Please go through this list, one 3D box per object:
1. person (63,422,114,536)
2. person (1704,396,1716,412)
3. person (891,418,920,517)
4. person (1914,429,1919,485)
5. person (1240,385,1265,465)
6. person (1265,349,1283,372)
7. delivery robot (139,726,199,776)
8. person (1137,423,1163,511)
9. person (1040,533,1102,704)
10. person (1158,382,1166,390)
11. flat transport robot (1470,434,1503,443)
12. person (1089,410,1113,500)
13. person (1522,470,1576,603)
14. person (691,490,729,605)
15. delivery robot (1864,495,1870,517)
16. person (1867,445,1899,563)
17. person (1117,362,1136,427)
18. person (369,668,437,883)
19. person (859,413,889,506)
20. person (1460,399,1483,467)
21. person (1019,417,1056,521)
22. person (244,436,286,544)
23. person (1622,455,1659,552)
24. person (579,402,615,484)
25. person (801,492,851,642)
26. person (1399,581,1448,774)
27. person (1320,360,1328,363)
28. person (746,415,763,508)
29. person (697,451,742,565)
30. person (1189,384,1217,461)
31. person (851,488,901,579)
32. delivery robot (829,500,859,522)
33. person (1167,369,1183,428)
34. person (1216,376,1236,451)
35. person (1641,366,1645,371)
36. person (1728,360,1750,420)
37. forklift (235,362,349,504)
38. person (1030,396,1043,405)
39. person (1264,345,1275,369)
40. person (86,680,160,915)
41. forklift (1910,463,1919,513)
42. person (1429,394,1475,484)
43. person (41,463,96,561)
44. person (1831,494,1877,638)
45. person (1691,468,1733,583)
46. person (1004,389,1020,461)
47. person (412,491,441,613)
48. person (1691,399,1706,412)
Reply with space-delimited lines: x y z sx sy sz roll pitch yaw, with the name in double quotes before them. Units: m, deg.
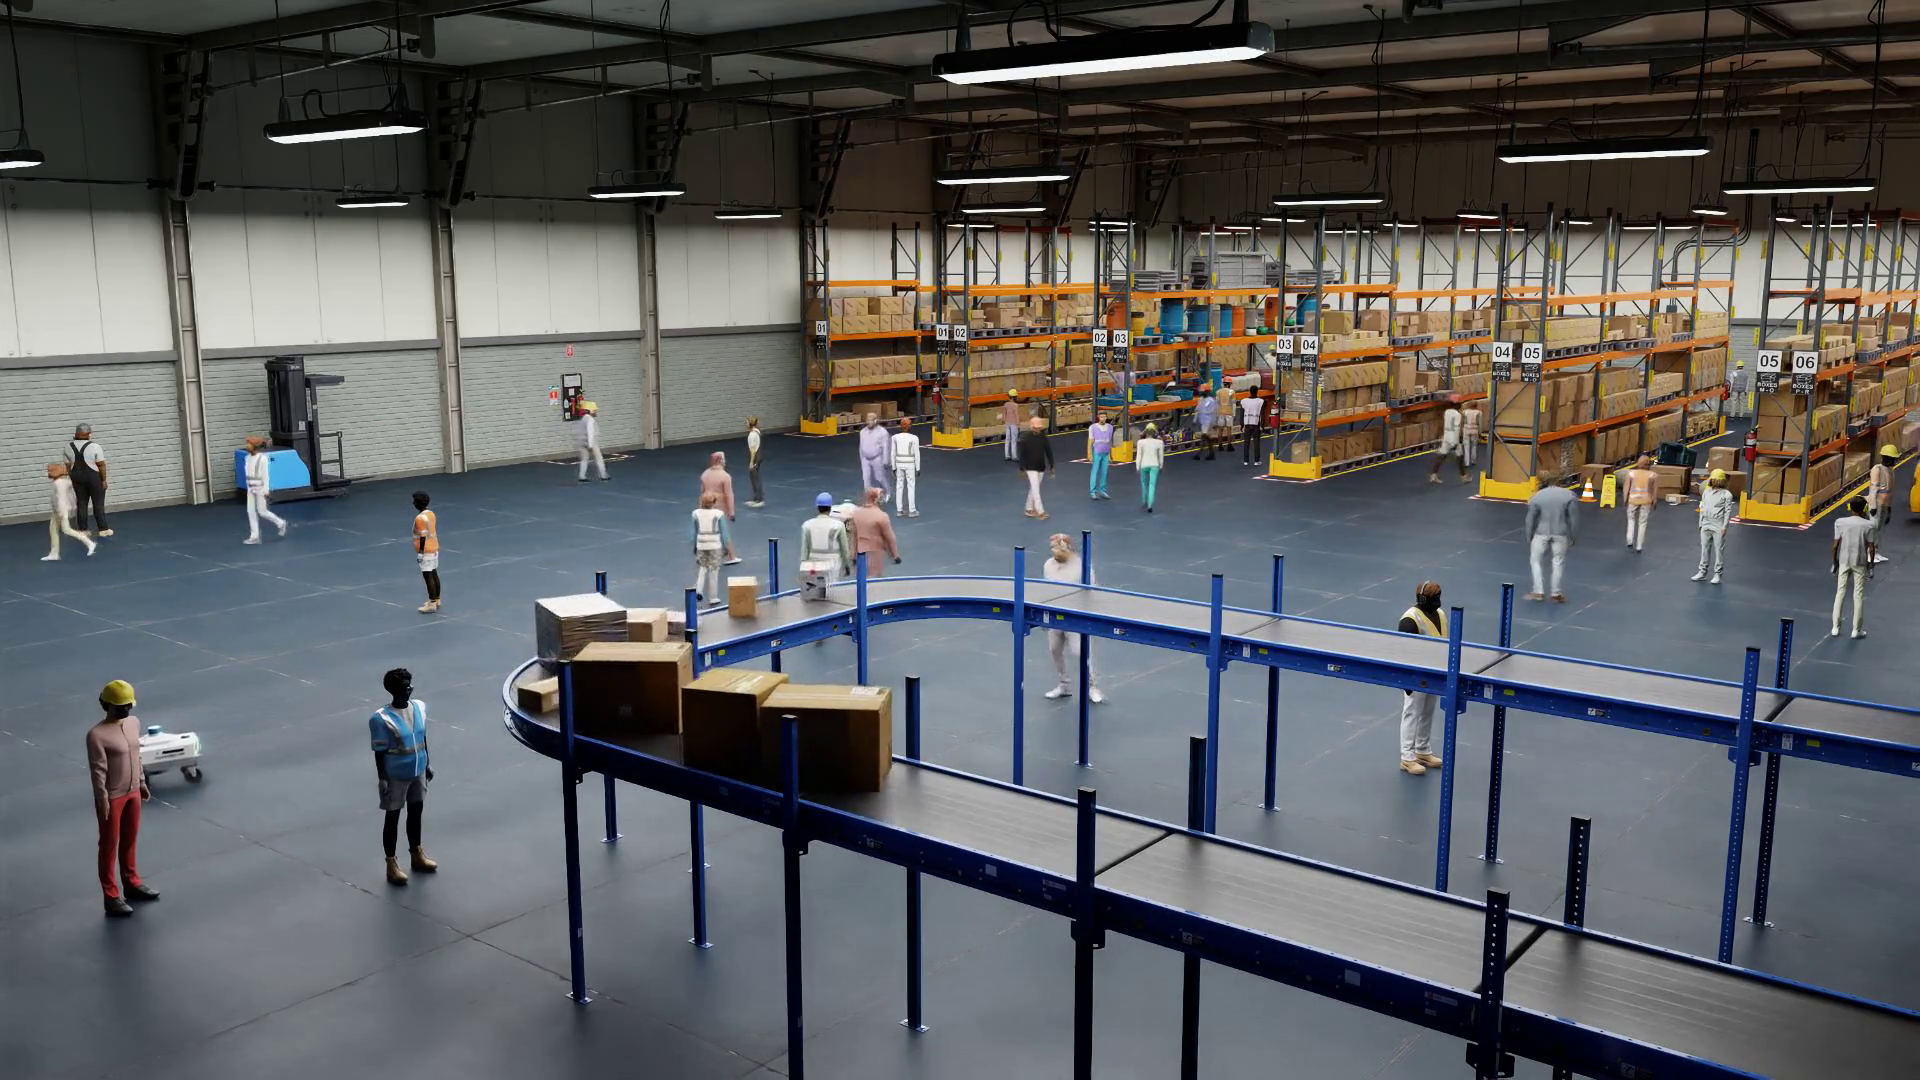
"person" -15.488 -1.065 27.836 0.684 2.000 0.538 0 10 -1
"person" 23.022 -4.630 48.070 0.635 1.936 0.355 -5 11 -27
"person" -1.035 -1.390 29.985 0.583 1.882 0.337 4 11 21
"person" 19.832 -1.757 31.981 0.771 1.919 0.563 -8 13 -39
"person" 7.026 -2.759 37.592 0.591 1.917 0.379 4 11 22
"person" 10.673 -5.517 53.142 0.671 1.913 0.637 3 11 18
"delivery robot" -7.508 1.980 14.612 0.707 0.478 0.477 -7 12 -33
"person" 3.739 -1.446 30.798 0.525 1.716 0.976 2 10 8
"person" 1.220 0.871 17.379 0.784 1.883 0.437 9 14 43
"person" 6.918 -5.627 53.772 1.027 1.918 0.608 -4 11 -22
"flat transport robot" 14.600 -2.769 42.406 1.431 0.197 0.652 -3 10 -14
"person" 2.889 -1.765 32.207 0.572 1.843 0.373 -5 11 -28
"person" 8.430 -0.037 22.351 0.698 1.903 0.398 2 10 13
"person" -3.554 0.111 22.275 0.530 1.630 0.366 3 10 16
"delivery robot" 17.274 -0.679 29.581 0.477 0.478 0.707 4 11 21
"person" 14.968 -0.594 25.391 0.594 1.922 0.385 -8 13 -37
"person" 4.864 -4.314 46.096 0.619 2.017 0.869 8 13 36
"person" -4.391 1.835 12.361 0.315 1.696 0.541 6 12 29
"person" -1.710 -1.614 31.245 0.653 1.881 0.737 4 11 24
"person" 12.206 -2.559 37.392 0.514 1.591 0.847 3 10 16
"person" 1.451 -1.363 29.679 0.621 1.942 1.030 -5 11 -28
"person" -12.149 -0.881 27.175 0.587 1.863 0.691 6 12 30
"person" 11.503 -0.632 26.439 0.551 1.615 0.575 5 11 25
"person" -8.043 -2.147 34.490 0.855 1.795 0.605 -6 12 -30
"person" -1.766 0.338 20.207 0.593 1.906 0.954 4 11 22
"person" 4.453 1.296 14.983 0.633 1.842 0.429 -9 14 -42
"person" 12.174 -5.507 52.866 0.400 1.985 0.621 -9 14 -42
"person" -4.097 -1.577 31.148 0.326 1.843 0.514 1 10 5
"person" -3.865 -0.484 24.905 0.646 1.871 0.939 10 14 44
"person" 5.939 -2.883 38.366 0.941 1.887 0.543 -6 12 -29
"person" -1.150 0.210 21.107 1.023 1.843 0.637 -8 13 -39
"delivery robot" -2.052 -0.489 28.511 0.707 0.478 0.477 7 12 35
"person" 5.917 -3.732 43.040 0.454 1.941 0.549 -6 11 -29
"person" 6.884 -3.269 40.441 0.543 1.927 0.375 6 12 30
"person" 19.306 -3.951 44.257 0.621 1.934 0.634 8 13 39
"person" 24.078 -4.637 48.407 0.590 1.833 0.404 0 10 0
"forklift" -13.803 -2.244 32.110 1.129 2.768 1.873 8 13 37
"person" 2.302 -4.381 47.011 0.536 1.827 1.002 8 13 39
"person" 11.451 -6.250 57.480 0.588 1.834 0.403 2 10 9
"person" -6.300 1.910 11.773 0.335 1.759 0.523 2 10 9
"forklift" 19.034 -1.348 28.998 2.313 2.155 1.214 8 13 37
"person" 10.807 -2.208 34.304 1.053 1.993 0.610 -4 11 -19
"person" -14.693 -0.481 25.663 0.742 1.606 0.505 -8 13 -37
"person" 11.615 0.330 20.339 0.512 1.873 0.328 8 13 40
"person" 11.465 -0.222 23.805 0.289 1.746 0.486 -6 12 -31
"person" 1.287 -2.815 38.337 0.308 1.769 0.524 -8 13 -40
"person" -7.450 0.151 21.826 0.319 1.698 0.538 0 10 -1
"person" 21.704 -4.217 46.050 0.487 1.831 0.648 -4 11 -22
